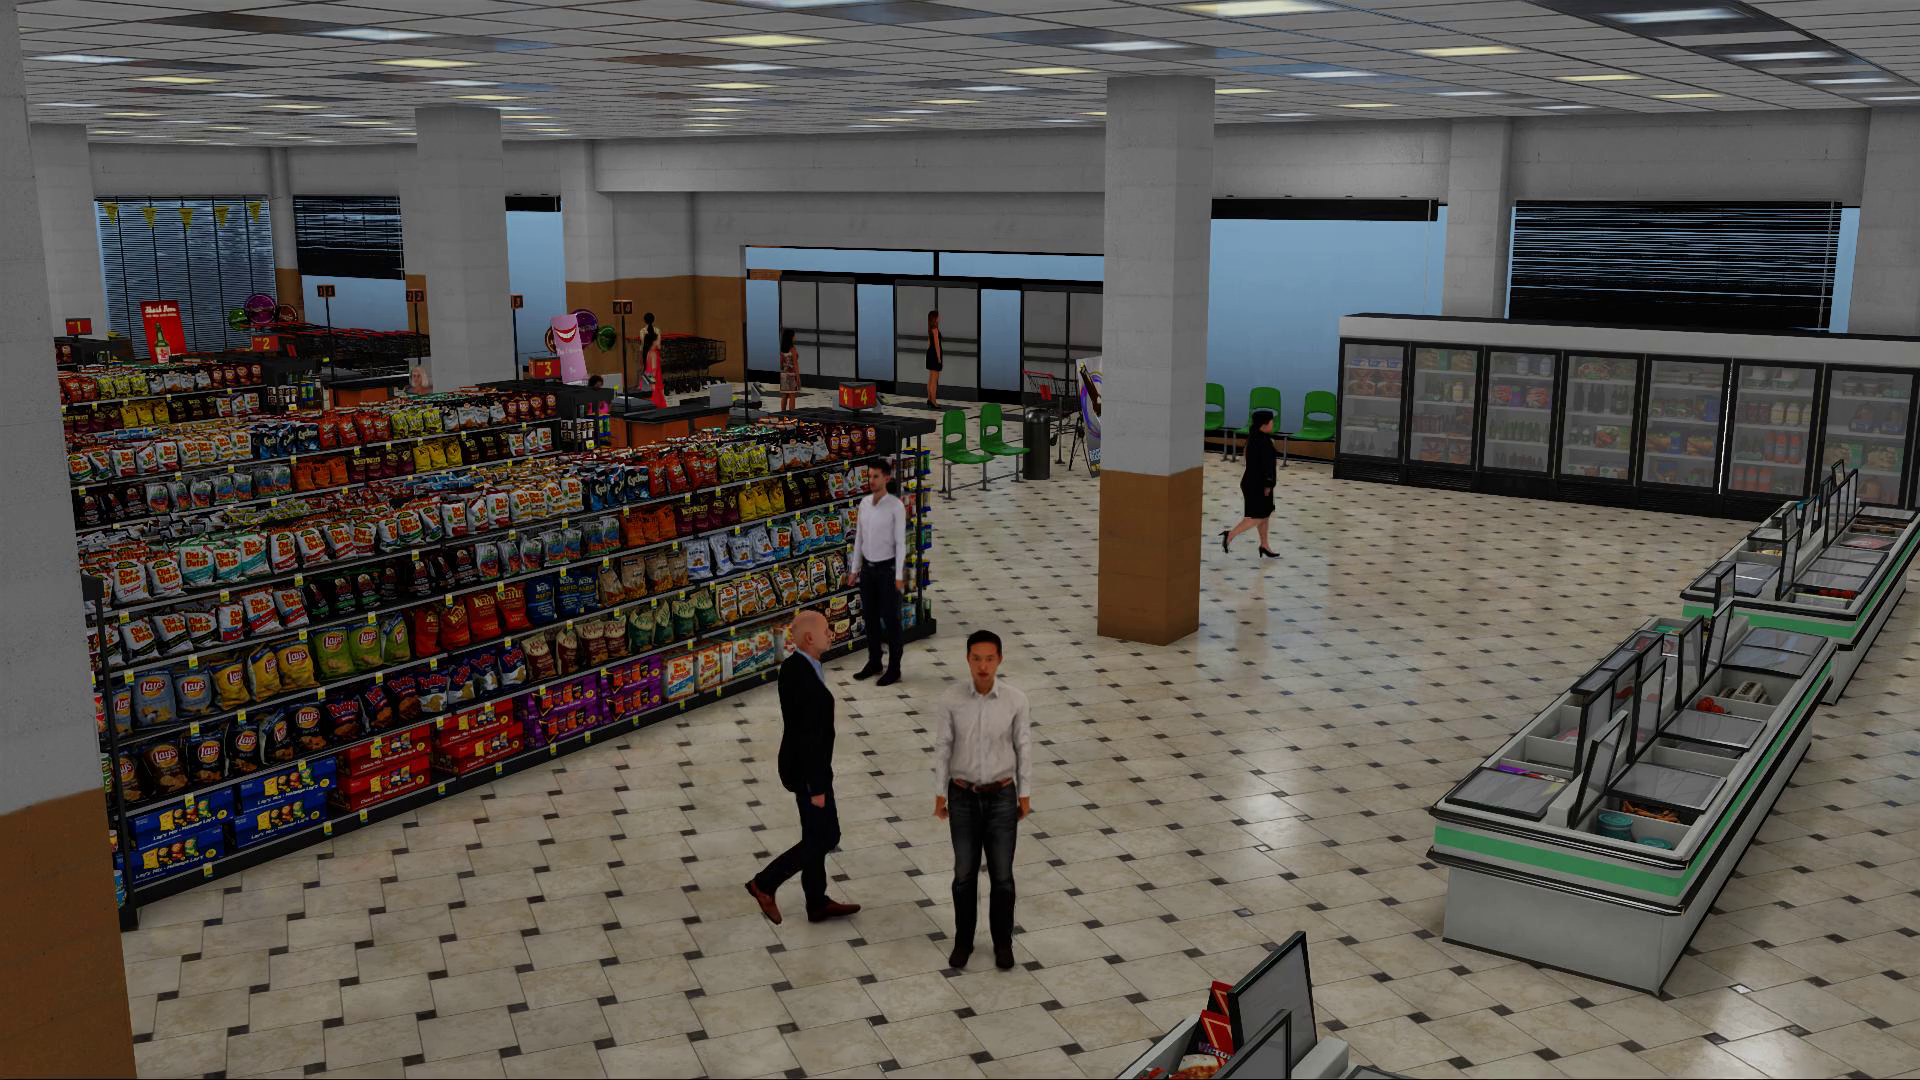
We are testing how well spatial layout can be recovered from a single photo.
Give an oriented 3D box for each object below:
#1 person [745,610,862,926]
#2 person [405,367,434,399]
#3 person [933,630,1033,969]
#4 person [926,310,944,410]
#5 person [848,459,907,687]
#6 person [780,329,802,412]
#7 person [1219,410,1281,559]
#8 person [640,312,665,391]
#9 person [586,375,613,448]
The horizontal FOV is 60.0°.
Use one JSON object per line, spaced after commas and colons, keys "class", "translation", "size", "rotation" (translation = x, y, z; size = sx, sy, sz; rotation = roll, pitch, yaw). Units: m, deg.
{"class": "person", "translation": [-0.906, 1.273, 9.136], "size": [1.047, 1.793, 0.982], "rotation": [-2, 12, -12]}
{"class": "person", "translation": [-7.221, -1.469, 22.417], "size": [0.894, 1.687, 1.111], "rotation": [2, 12, 10]}
{"class": "person", "translation": [0.112, 1.345, 8.756], "size": [0.749, 1.810, 0.748], "rotation": [1, 12, 4]}
{"class": "person", "translation": [-0.479, -3.363, 31.055], "size": [0.697, 1.835, 0.662], "rotation": [-4, 13, -18]}
{"class": "person", "translation": [-0.651, 0.235, 13.888], "size": [0.623, 1.867, 0.606], "rotation": [9, 15, 36]}
{"class": "person", "translation": [-3.005, -2.887, 29.253], "size": [0.600, 1.644, 0.693], "rotation": [-11, 16, -42]}
{"class": "person", "translation": [3.214, -0.581, 18.282], "size": [1.102, 1.654, 1.046], "rotation": [-2, 12, -9]}
{"class": "person", "translation": [-5.792, -3.365, 31.167], "size": [0.561, 1.792, 0.714], "rotation": [-10, 15, -38]}
{"class": "person", "translation": [-4.749, -1.287, 21.504], "size": [0.653, 1.707, 0.700], "rotation": [-10, 16, -40]}
